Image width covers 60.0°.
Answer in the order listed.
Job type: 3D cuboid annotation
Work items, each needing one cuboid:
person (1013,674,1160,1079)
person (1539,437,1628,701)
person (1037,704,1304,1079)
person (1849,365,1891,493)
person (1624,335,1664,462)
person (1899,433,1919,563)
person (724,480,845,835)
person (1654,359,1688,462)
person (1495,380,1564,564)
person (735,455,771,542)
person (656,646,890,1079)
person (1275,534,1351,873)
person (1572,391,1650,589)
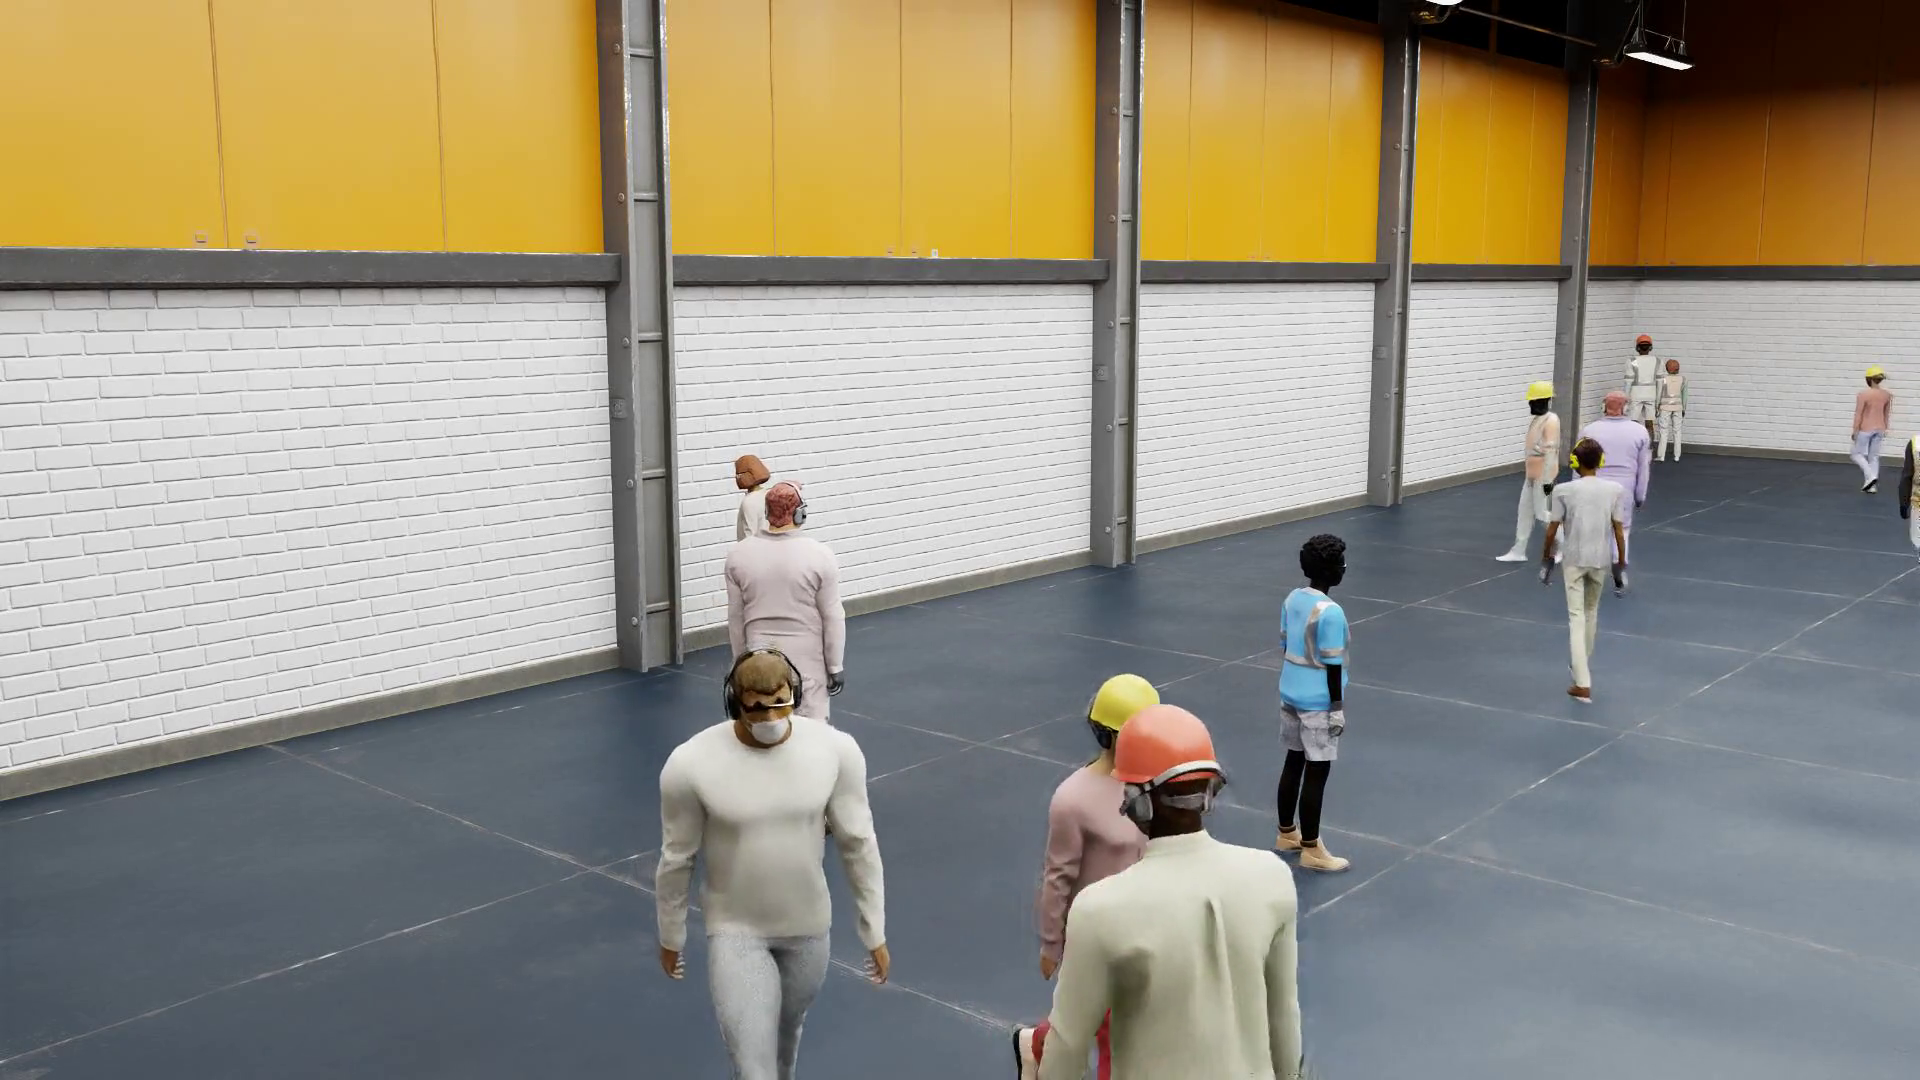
[{"bbox_3d":[0.433,1.246,5.504,0.505,1.727,0.771,-8,12,-42],"label":"person"},{"bbox_3d":[4.437,0.179,11.902,0.555,1.825,0.931,1,9,4],"label":"person"},{"bbox_3d":[0.475,1.365,4.041,0.627,1.957,0.746,-5,10,-28],"label":"person"},{"bbox_3d":[12.417,-1.499,22.670,0.543,1.751,0.402,-2,9,-12],"label":"person"},{"bbox_3d":[10.868,-2.252,26.527,0.605,2.033,0.392,0,9,3],"label":"person"},{"bbox_3d":[8.980,-0.346,15.252,0.632,1.819,0.782,7,12,38],"label":"person"},{"bbox_3d":[-0.901,0.634,8.797,0.642,1.909,0.408,2,9,15],"label":"person"},{"bbox_3d":[11.331,-2.056,26.527,0.511,1.640,0.308,0,9,2],"label":"person"},{"bbox_3d":[5.986,-0.691,17.126,0.754,1.907,0.596,0,9,3],"label":"person"},{"bbox_3d":[-1.560,0.169,12.579,0.289,1.632,0.497,1,9,7],"label":"person"},{"bbox_3d":[-0.580,1.225,5.194,0.680,1.867,1.083,-3,10,-19],"label":"person"},{"bbox_3d":[1.784,0.808,8.359,0.317,1.695,0.540,-2,9,-14],"label":"person"},{"bbox_3d":[6.113,-0.448,15.663,0.704,1.892,0.526,2,9,12],"label":"person"}]
